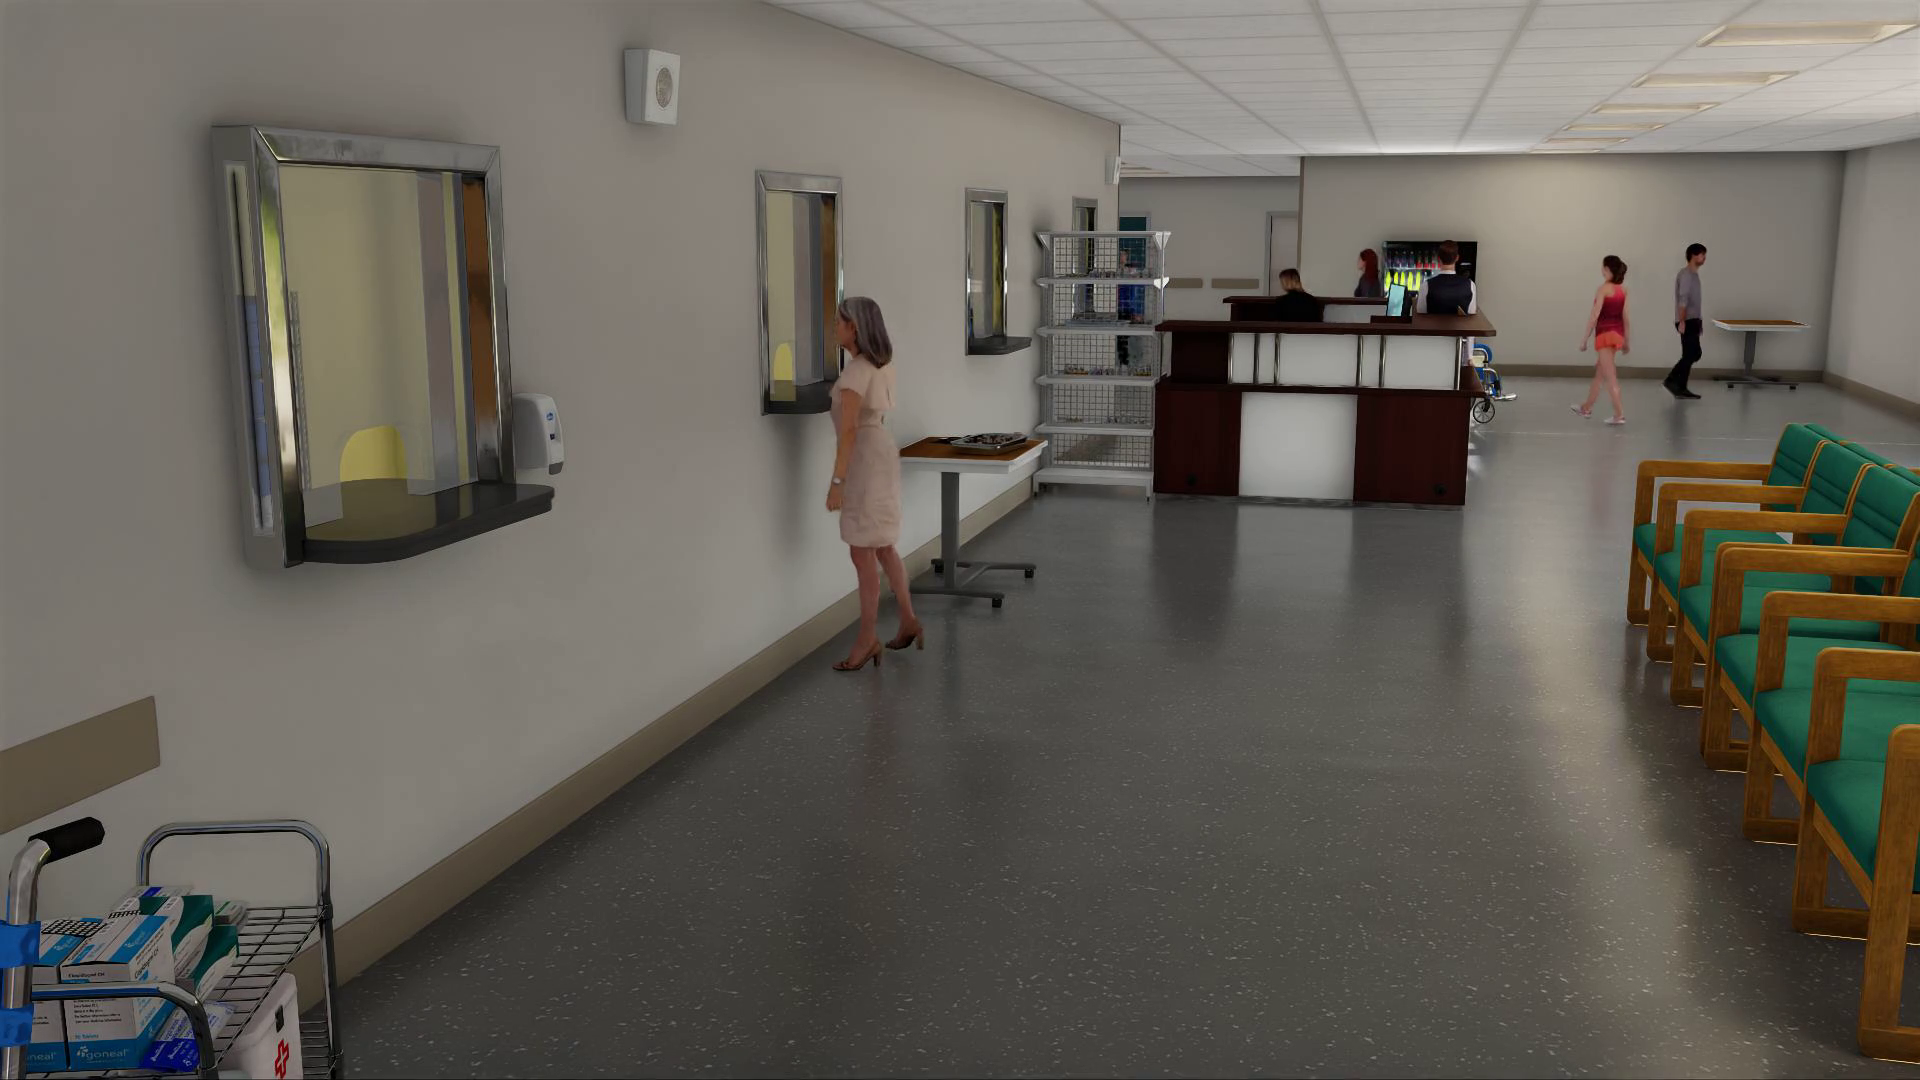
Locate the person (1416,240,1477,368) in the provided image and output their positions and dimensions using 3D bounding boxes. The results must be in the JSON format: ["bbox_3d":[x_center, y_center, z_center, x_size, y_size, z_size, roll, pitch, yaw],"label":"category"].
[{"bbox_3d":[4.107,-1.569,14.089,0.509,1.935,0.715,2,11,12],"label":"person"}]

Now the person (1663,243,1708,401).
[{"bbox_3d":[8.532,-2.576,19.666,0.791,1.834,0.794,8,13,37],"label":"person"}]

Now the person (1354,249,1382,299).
[{"bbox_3d":[4.815,-2.445,19.299,1.263,1.713,0.872,7,13,33],"label":"person"}]

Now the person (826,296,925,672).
[{"bbox_3d":[-0.403,-0.270,7.772,0.625,1.737,0.768,0,11,-1],"label":"person"}]

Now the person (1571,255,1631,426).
[{"bbox_3d":[6.747,-2.031,17.103,1.016,1.719,1.064,-6,12,-28],"label":"person"}]

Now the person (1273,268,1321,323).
[{"bbox_3d":[3.200,-1.704,15.605,0.633,1.635,0.807,3,11,17],"label":"person"}]
